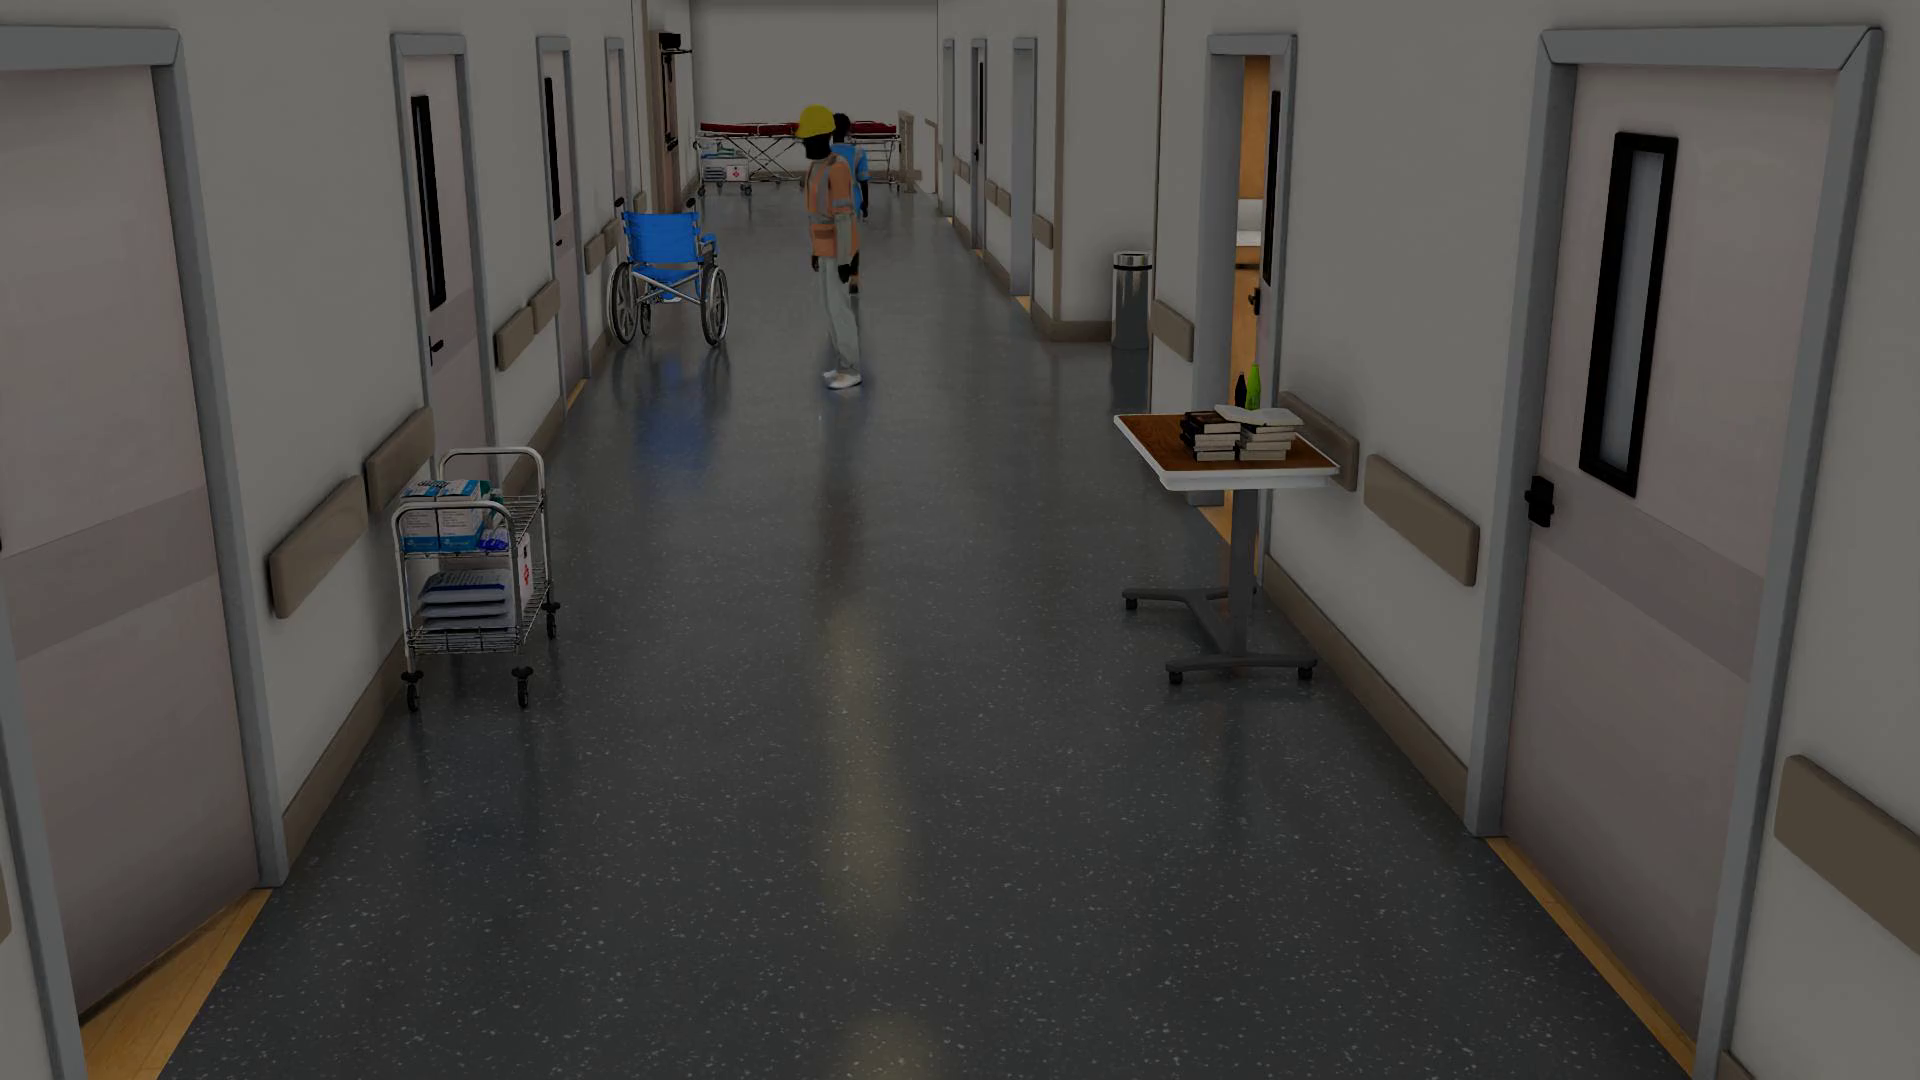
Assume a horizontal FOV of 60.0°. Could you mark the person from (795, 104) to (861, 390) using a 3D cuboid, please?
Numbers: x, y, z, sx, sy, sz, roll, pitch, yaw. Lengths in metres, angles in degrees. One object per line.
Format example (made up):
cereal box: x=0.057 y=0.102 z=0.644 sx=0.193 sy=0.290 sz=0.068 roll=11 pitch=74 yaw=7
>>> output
person: x=-0.916 y=-1.982 z=11.312 sx=0.431 sy=1.909 sz=0.652 roll=-6 pitch=18 yaw=-20

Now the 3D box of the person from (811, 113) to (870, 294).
person: x=-1.110 y=-3.065 z=15.304 sx=0.549 sy=1.677 sz=0.424 roll=-5 pitch=17 yaw=-16
